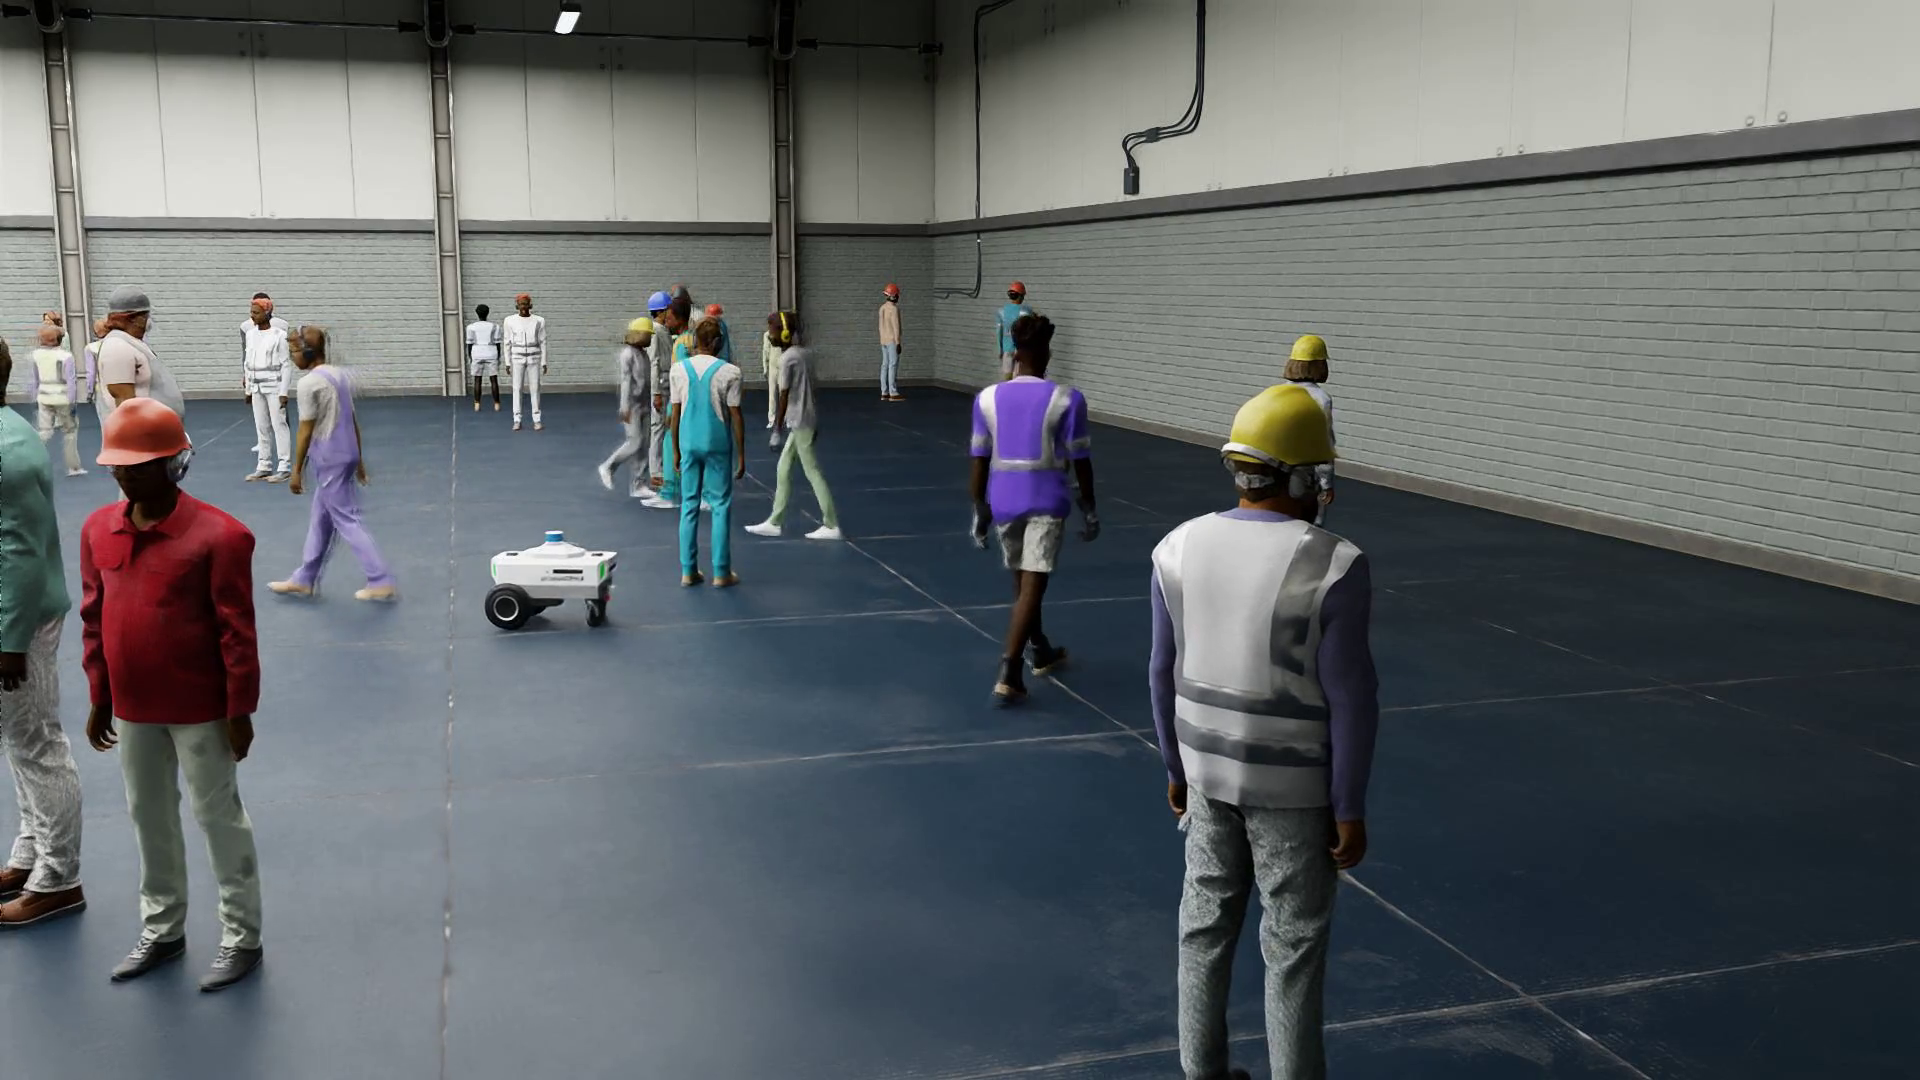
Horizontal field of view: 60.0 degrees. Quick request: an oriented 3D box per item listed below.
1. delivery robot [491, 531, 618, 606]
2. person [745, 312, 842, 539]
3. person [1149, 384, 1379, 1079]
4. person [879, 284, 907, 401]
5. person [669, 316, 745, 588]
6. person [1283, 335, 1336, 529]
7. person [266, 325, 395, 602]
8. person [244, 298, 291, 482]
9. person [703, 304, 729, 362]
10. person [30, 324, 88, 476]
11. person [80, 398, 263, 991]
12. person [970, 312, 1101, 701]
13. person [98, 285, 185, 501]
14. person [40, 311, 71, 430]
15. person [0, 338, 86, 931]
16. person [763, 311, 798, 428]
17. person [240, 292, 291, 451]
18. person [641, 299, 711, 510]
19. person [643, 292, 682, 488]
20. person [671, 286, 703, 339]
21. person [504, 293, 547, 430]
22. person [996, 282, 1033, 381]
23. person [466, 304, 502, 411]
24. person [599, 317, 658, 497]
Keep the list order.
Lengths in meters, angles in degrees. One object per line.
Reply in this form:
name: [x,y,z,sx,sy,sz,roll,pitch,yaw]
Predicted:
delivery robot: [-2.435,0.190,10.019,0.707,0.478,0.477,0,9,2]
person: [-1.349,-0.894,13.212,0.863,1.815,0.543,1,9,3]
person: [0.728,0.549,3.962,0.591,1.833,0.404,9,12,44]
person: [-1.173,-3.383,28.538,0.377,1.995,0.608,-5,10,-30]
person: [-1.697,-0.586,11.219,0.517,1.835,0.359,1,9,9]
person: [2.098,-0.370,10.115,0.295,1.744,0.491,-6,11,-34]
person: [-4.050,-0.477,10.675,0.866,1.797,0.551,1,9,4]
person: [-7.113,-1.529,17.068,0.575,1.882,0.355,4,10,23]
person: [-3.722,-2.773,25.537,0.445,1.706,0.597,-2,9,-12]
person: [-9.458,-1.438,17.324,0.525,1.614,0.700,1,9,8]
person: [-2.318,0.455,4.857,0.570,1.744,0.358,2,9,15]
person: [0.361,-0.182,8.381,0.616,1.929,1.014,5,10,27]
person: [-5.813,-0.792,11.858,0.539,2.000,0.689,-3,10,-21]
person: [-12.494,-2.340,23.011,0.512,1.641,0.307,4,10,23]
person: [-3.070,0.278,5.359,0.375,1.939,0.628,-6,11,-34]
person: [-2.498,-2.370,23.220,0.498,1.633,0.282,0,9,-2]
person: [-8.368,-2.022,20.089,0.392,1.922,0.593,8,12,43]
person: [-2.565,-1.191,14.863,0.817,1.889,0.629,-1,9,-6]
person: [-2.979,-1.488,16.586,0.379,1.950,0.609,0,9,2]
person: [-4.268,-2.980,25.821,0.682,2.000,1.055,6,11,34]
person: [-6.003,-2.458,22.997,0.580,1.881,0.352,-3,9,-17]
person: [0.857,-2.879,25.168,0.614,2.042,0.373,5,10,28]
person: [-7.508,-2.873,26.261,0.536,1.691,0.320,-2,9,-13]
person: [-3.143,-1.266,15.877,0.510,1.718,0.515,3,9,18]
